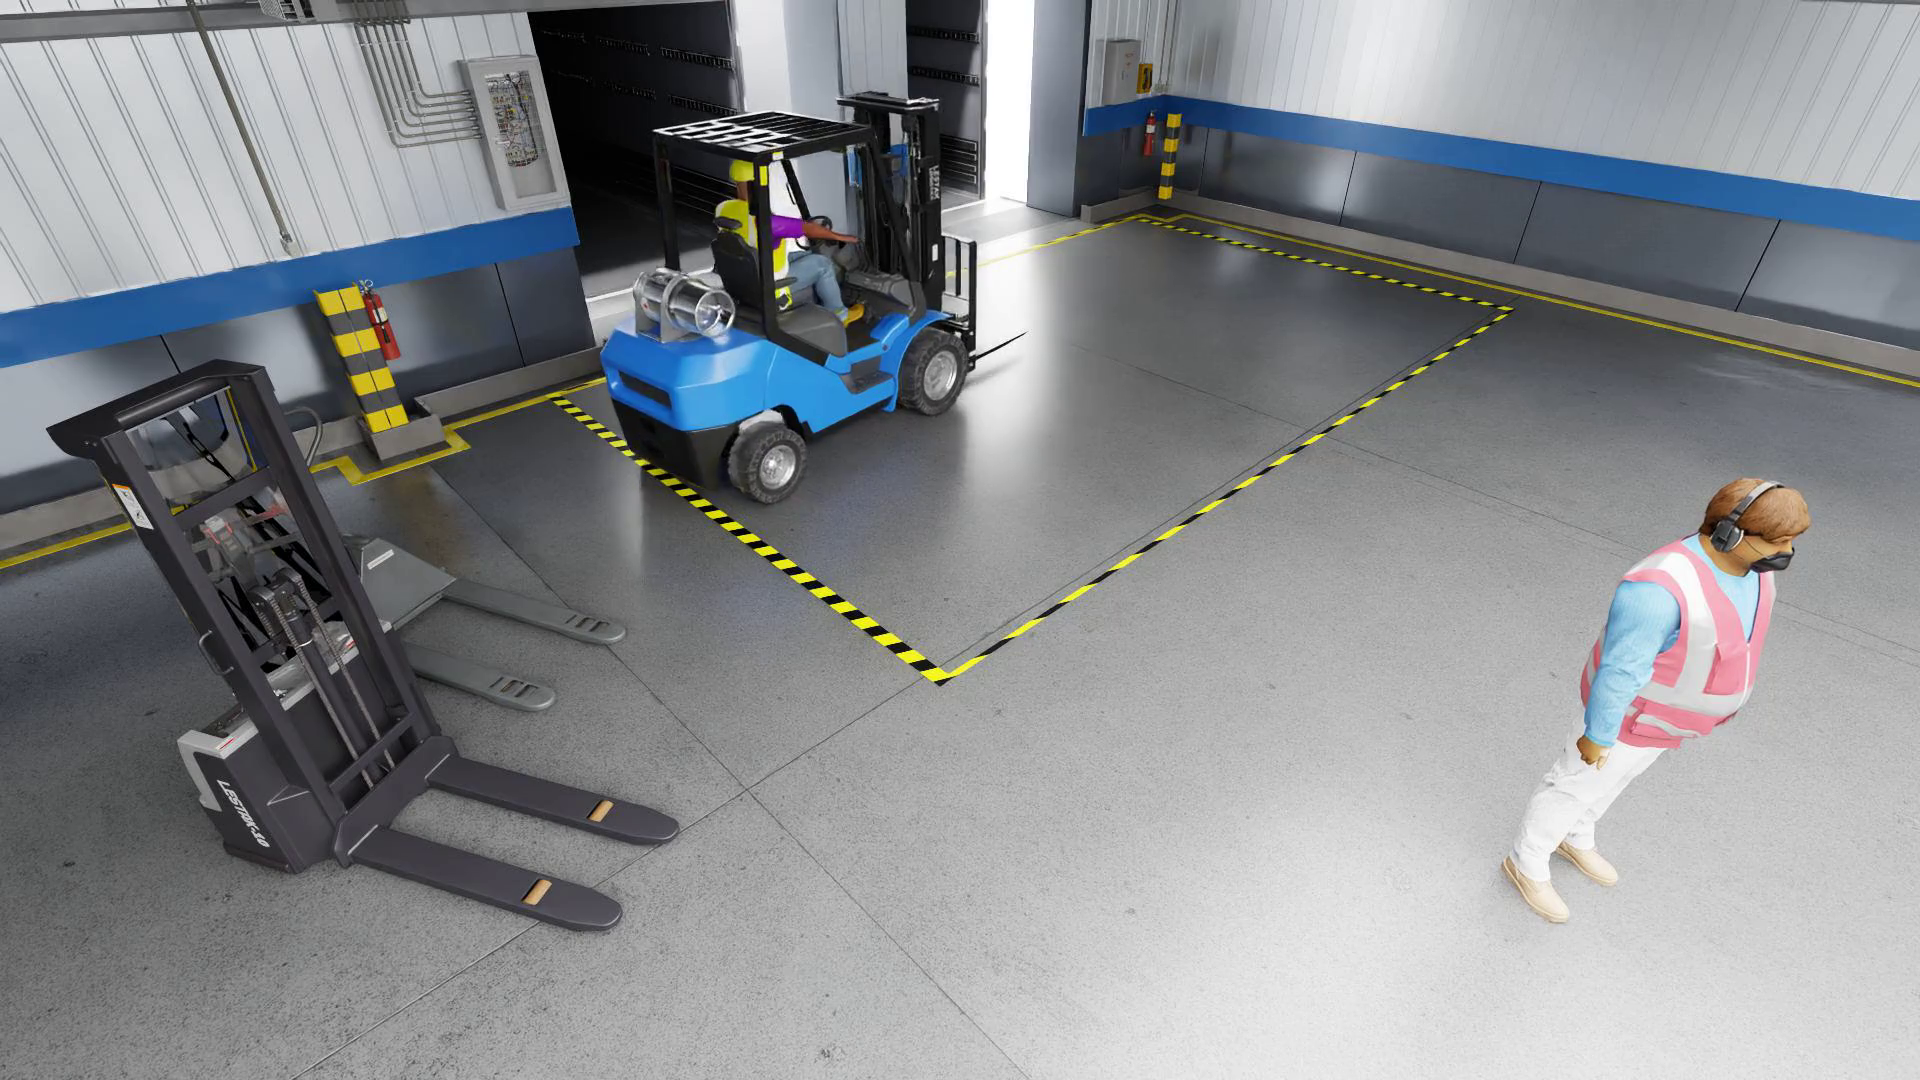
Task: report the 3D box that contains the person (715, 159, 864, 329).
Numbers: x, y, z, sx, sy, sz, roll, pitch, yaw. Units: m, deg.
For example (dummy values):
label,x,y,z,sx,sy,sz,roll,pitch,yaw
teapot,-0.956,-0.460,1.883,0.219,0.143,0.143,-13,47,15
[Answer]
label,x,y,z,sx,sy,sz,roll,pitch,yaw
person,-1.102,-2.002,6.269,0.635,1.294,1.004,25,41,32

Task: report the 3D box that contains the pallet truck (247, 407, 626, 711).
label,x,y,z,sx,sy,sz,roll,pitch,yaw
pallet truck,-2.628,0.038,4.590,1.601,1.201,0.680,12,36,18

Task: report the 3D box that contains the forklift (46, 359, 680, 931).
label,x,y,z,sx,sy,sz,roll,pitch,yaw
forklift,-2.135,0.422,3.354,1.885,1.965,0.823,10,35,14

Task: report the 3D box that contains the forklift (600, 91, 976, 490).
label,x,y,z,sx,sy,sz,roll,pitch,yaw
forklift,-1.146,-1.824,6.340,1.157,2.036,2.680,25,41,32

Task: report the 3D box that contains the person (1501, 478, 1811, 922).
label,x,y,z,sx,sy,sz,roll,pitch,yaw
person,2.421,0.599,3.230,0.623,1.844,0.429,-16,38,-23
